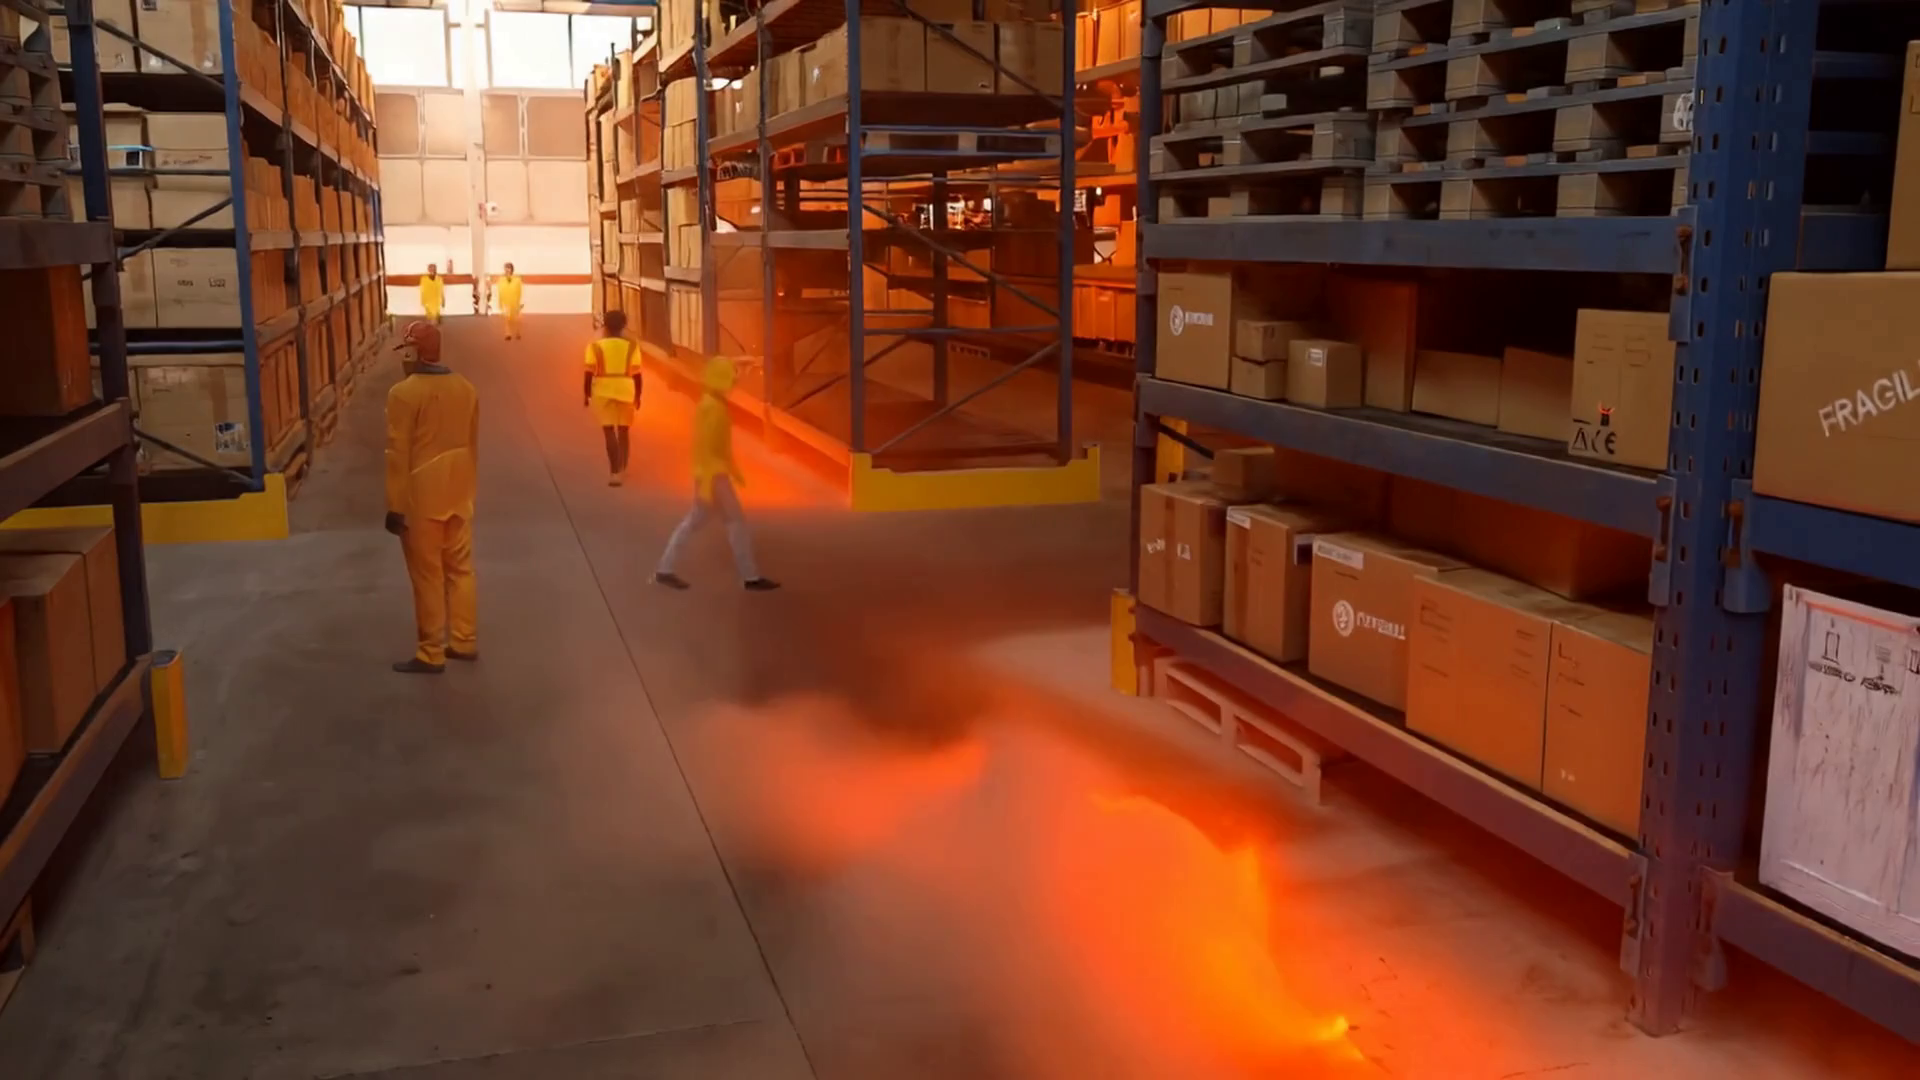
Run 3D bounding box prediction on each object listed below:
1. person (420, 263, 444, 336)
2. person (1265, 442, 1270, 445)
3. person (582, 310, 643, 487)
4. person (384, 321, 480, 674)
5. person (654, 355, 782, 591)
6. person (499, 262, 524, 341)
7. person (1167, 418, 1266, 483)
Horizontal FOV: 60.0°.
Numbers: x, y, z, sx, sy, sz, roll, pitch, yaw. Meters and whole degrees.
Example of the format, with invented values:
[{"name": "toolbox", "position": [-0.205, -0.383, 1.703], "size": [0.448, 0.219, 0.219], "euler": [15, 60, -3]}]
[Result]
[{"name": "person", "position": [-12.607, -5.746, 39.713], "size": [0.560, 1.725, 0.660], "euler": [-6, 12, -30]}, {"name": "person", "position": [3.072, -1.460, 16.162], "size": [0.539, 1.752, 0.537], "euler": [-5, 11, -26]}, {"name": "person", "position": [-3.320, -1.365, 15.887], "size": [0.551, 1.646, 0.845], "euler": [-4, 11, -21]}, {"name": "person", "position": [-2.881, -0.231, 9.038], "size": [0.399, 1.900, 0.645], "euler": [4, 11, 21]}, {"name": "person", "position": [-1.654, -0.434, 11.005], "size": [0.841, 1.587, 0.502], "euler": [-2, 10, -10]}, {"name": "person", "position": [-10.185, -5.420, 37.803], "size": [0.583, 1.790, 0.932], "euler": [-1, 10, -5]}, {"name": "person", "position": [1.604, -0.468, 10.489], "size": [0.634, 1.841, 0.429], "euler": [-1, 10, -5]}]
